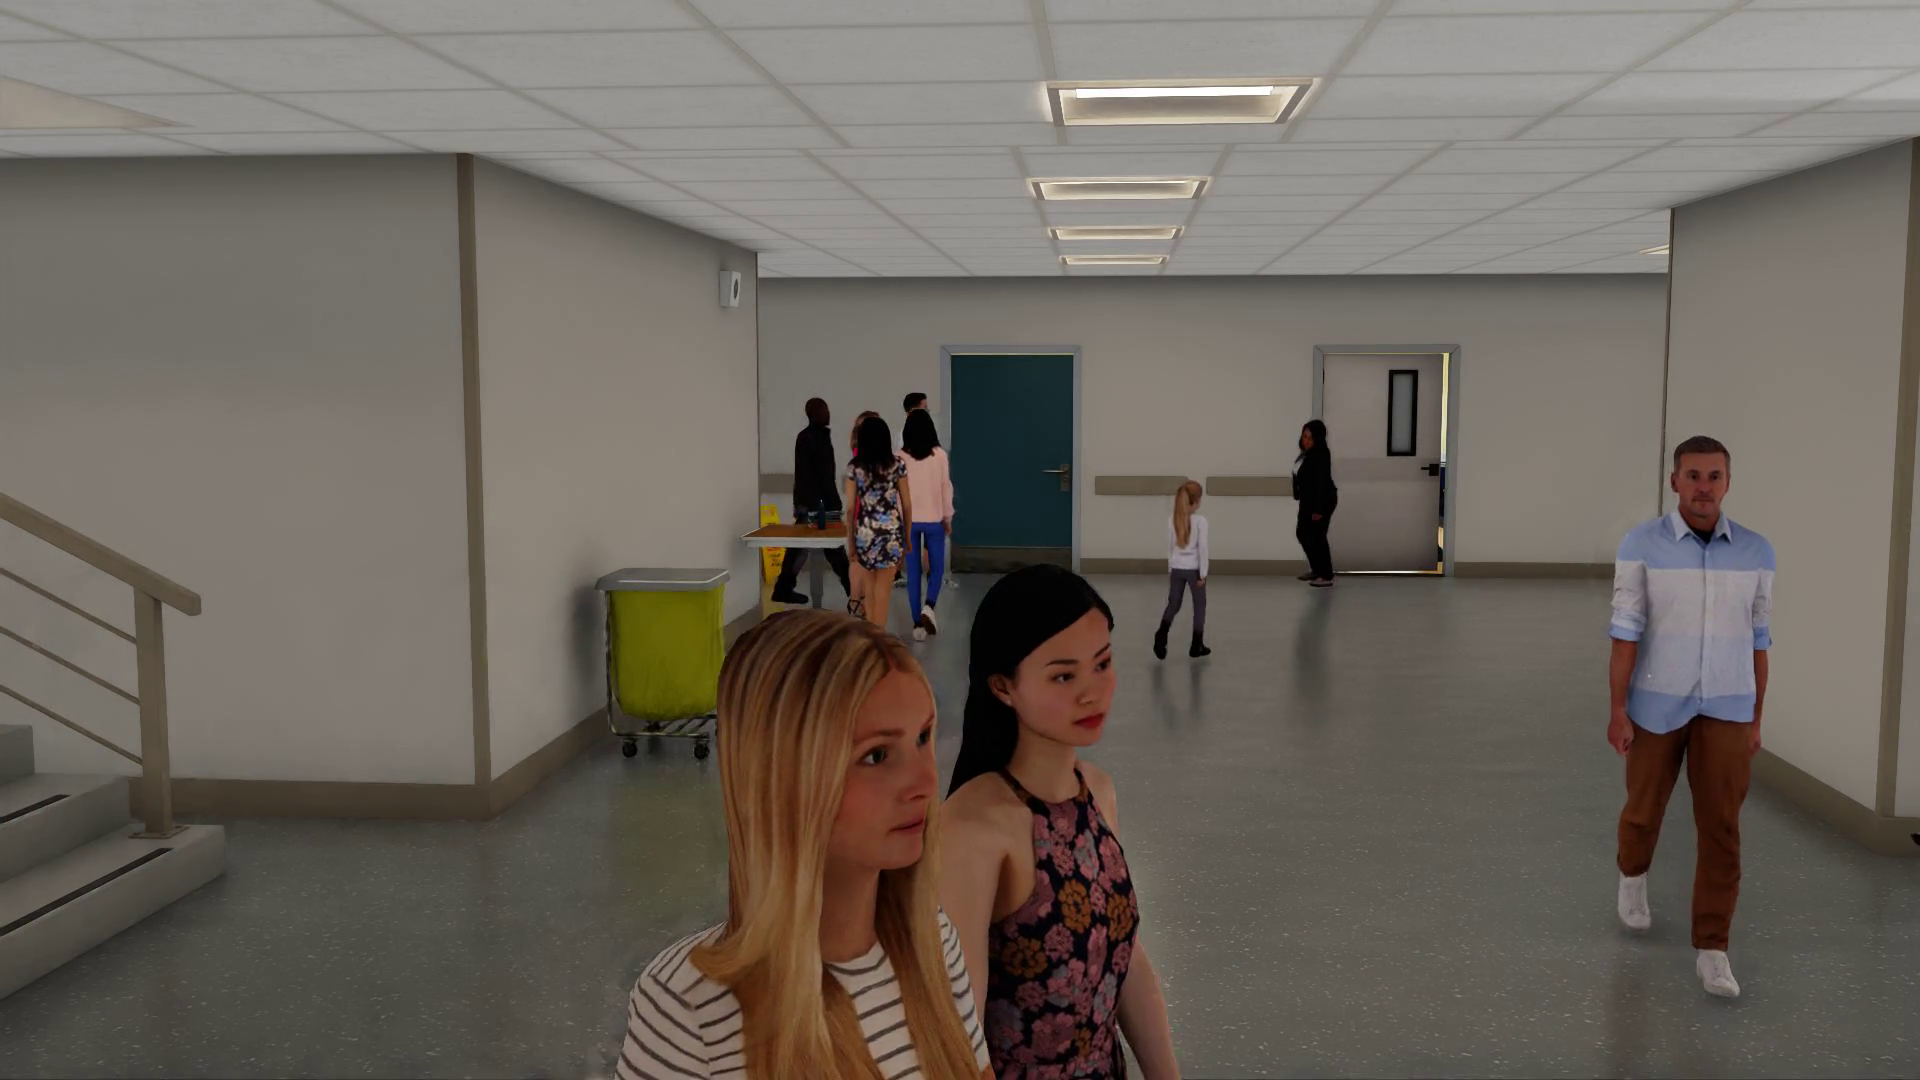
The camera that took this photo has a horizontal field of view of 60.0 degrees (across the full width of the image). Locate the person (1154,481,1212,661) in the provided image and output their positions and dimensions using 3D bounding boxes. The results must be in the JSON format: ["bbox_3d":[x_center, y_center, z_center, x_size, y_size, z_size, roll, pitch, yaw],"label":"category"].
[{"bbox_3d":[1.562,0.227,11.702,0.836,1.262,0.785,4,7,34],"label":"person"}]

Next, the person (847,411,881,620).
[{"bbox_3d":[-0.798,-0.219,13.828,0.585,1.722,0.604,2,6,15],"label":"person"}]

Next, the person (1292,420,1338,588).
[{"bbox_3d":[3.385,-0.324,15.637,0.779,1.569,0.771,0,6,1],"label":"person"}]

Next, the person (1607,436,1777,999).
[{"bbox_3d":[2.470,0.561,5.706,1.115,1.797,0.835,1,6,12],"label":"person"}]

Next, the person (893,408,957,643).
[{"bbox_3d":[-0.288,-0.105,12.502,0.699,1.761,0.741,0,6,-1],"label":"person"}]

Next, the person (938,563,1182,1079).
[{"bbox_3d":[0.032,0.924,2.387,1.034,1.739,0.840,3,6,26],"label":"person"}]

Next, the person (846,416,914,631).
[{"bbox_3d":[-0.563,0.047,11.365,1.055,1.687,0.653,1,6,6],"label":"person"}]

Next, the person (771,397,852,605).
[{"bbox_3d":[-1.348,-0.306,14.394,1.335,1.783,1.073,-2,6,-20],"label":"person"}]

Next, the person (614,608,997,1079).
[{"bbox_3d":[-0.245,0.977,1.677,1.230,1.776,0.923,3,6,26],"label":"person"}]

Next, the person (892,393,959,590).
[{"bbox_3d":[-0.517,-0.436,15.452,0.887,1.830,0.693,0,6,1],"label":"person"}]
